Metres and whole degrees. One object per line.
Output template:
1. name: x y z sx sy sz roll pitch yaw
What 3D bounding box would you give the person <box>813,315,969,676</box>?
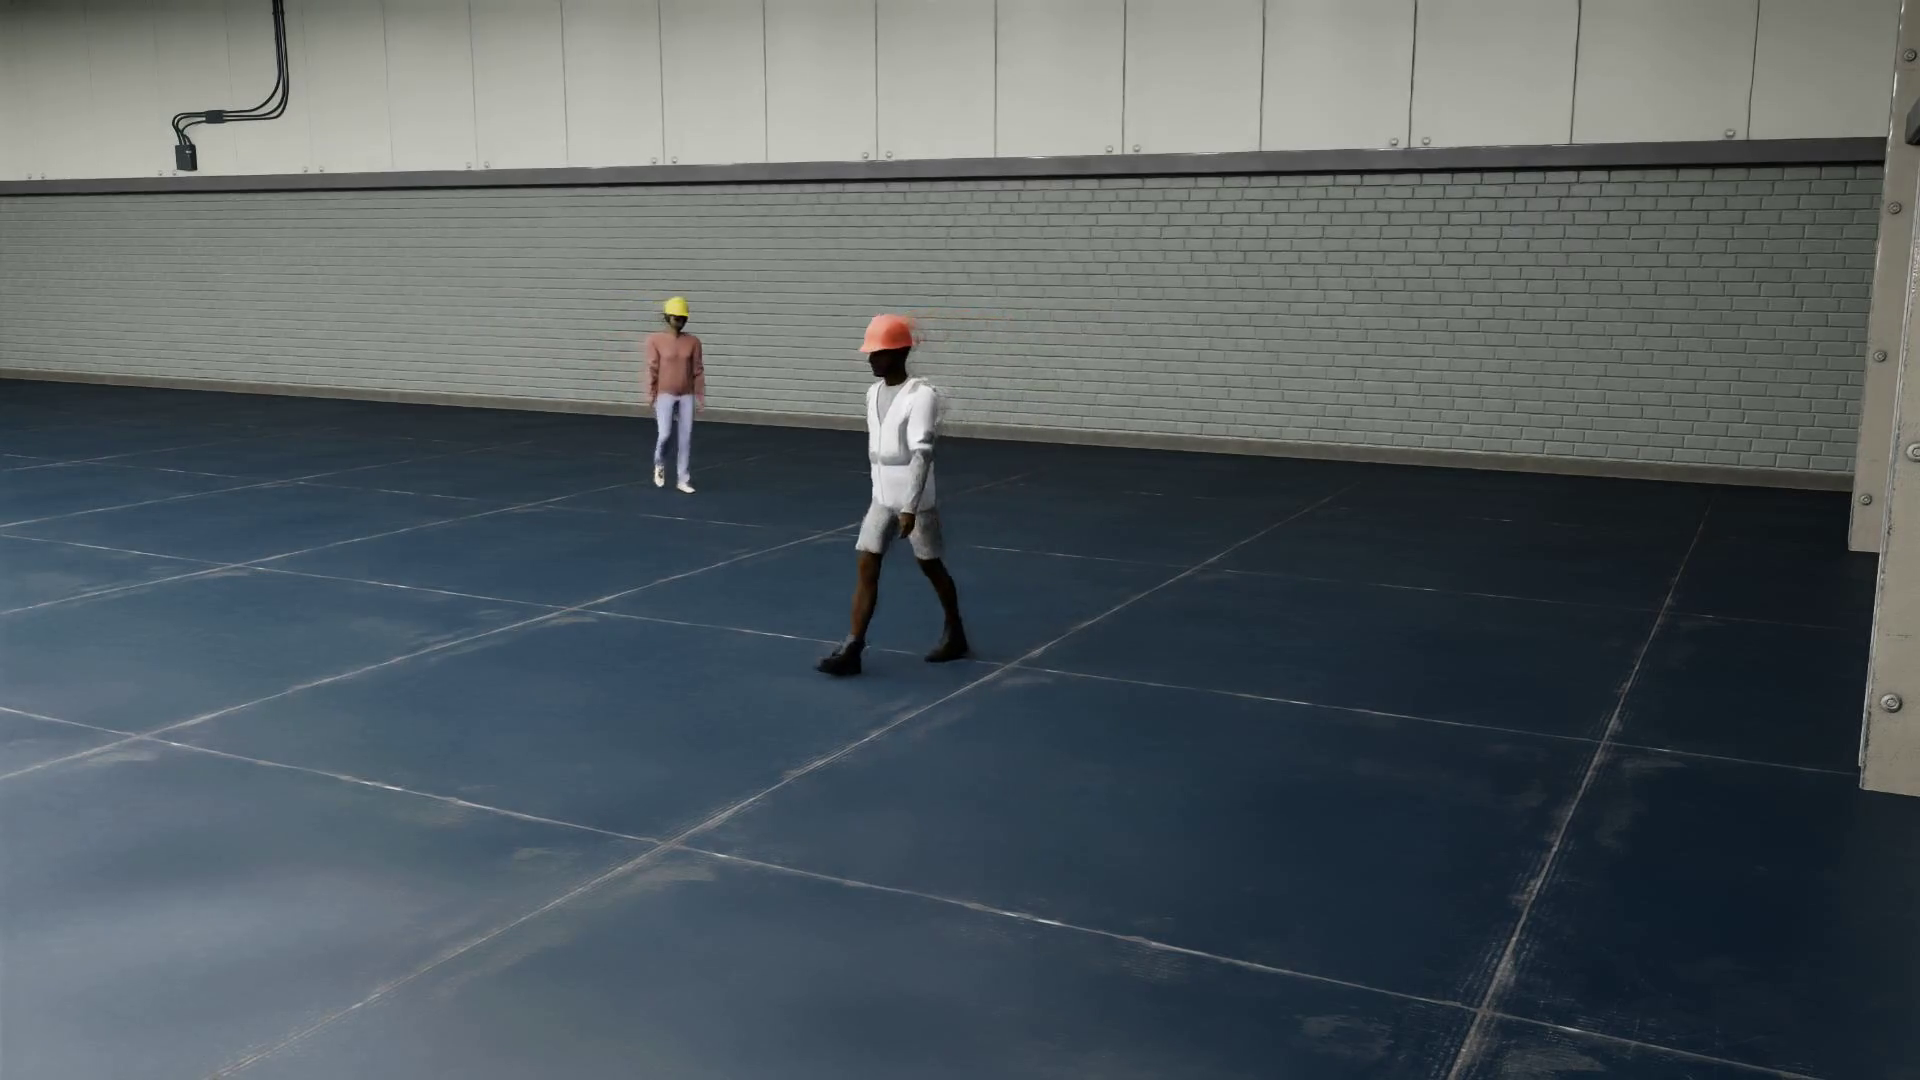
1. person: -0.321 -0.233 8.753 0.986 1.891 0.562 -10 14 -43

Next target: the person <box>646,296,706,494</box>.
1. person: -2.534 -1.289 14.824 0.551 1.752 0.393 -6 12 -31
